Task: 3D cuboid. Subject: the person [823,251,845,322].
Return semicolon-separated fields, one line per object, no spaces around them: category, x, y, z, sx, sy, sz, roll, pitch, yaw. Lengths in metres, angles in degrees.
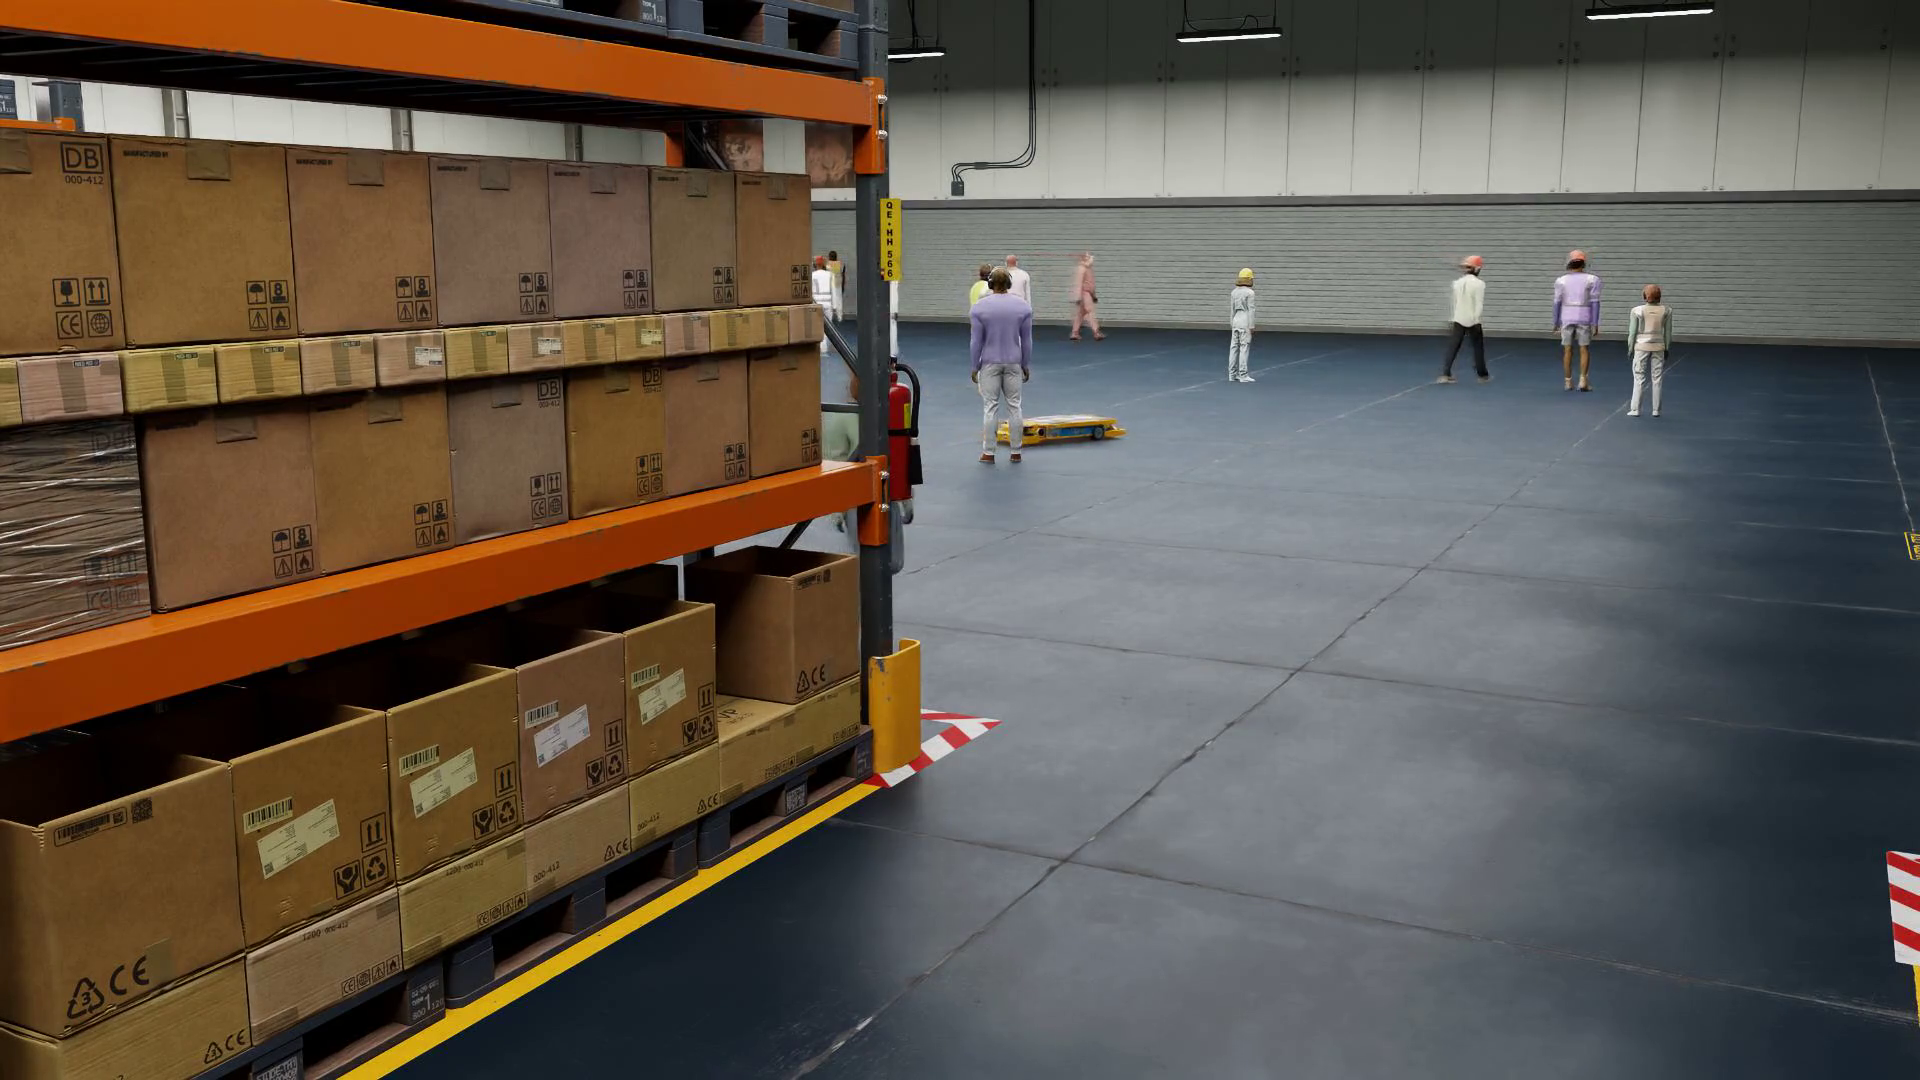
person;-3.284;-6.588;43.221;0.636;1.840;0.429;-5;11;-24

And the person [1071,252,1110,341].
person;2.794;-5.184;35.497;0.938;1.865;0.660;2;11;10

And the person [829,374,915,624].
person;-0.497;-0.202;9.020;0.499;1.618;0.539;-6;12;-30

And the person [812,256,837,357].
person;-2.666;-4.353;30.968;0.614;1.856;0.803;-7;13;-35

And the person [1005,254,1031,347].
person;0.936;-4.186;29.954;0.674;1.894;0.444;1;10;4

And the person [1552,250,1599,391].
person;8.879;-3.148;24.007;0.667;2.016;0.451;5;12;26

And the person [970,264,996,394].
person;0.380;-2.964;23.464;0.429;1.834;0.654;-4;11;-23

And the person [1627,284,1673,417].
person;8.521;-2.336;20.567;0.514;1.645;0.308;1;10;6

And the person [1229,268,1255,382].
person;4.366;-3.301;25.580;0.325;1.737;0.485;-6;12;-31

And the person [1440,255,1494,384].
person;7.688;-3.329;25.178;1.019;1.944;0.635;-6;12;-31

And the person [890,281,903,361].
person;-1.313;-4.103;29.623;0.601;1.846;0.905;4;11;23

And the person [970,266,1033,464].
person;0.399;-1.710;16.347;0.631;1.940;0.372;-2;11;-11

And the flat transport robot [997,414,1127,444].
flat transport robot;1.077;-1.233;18.297;1.431;0.197;0.652;-7;13;-34
